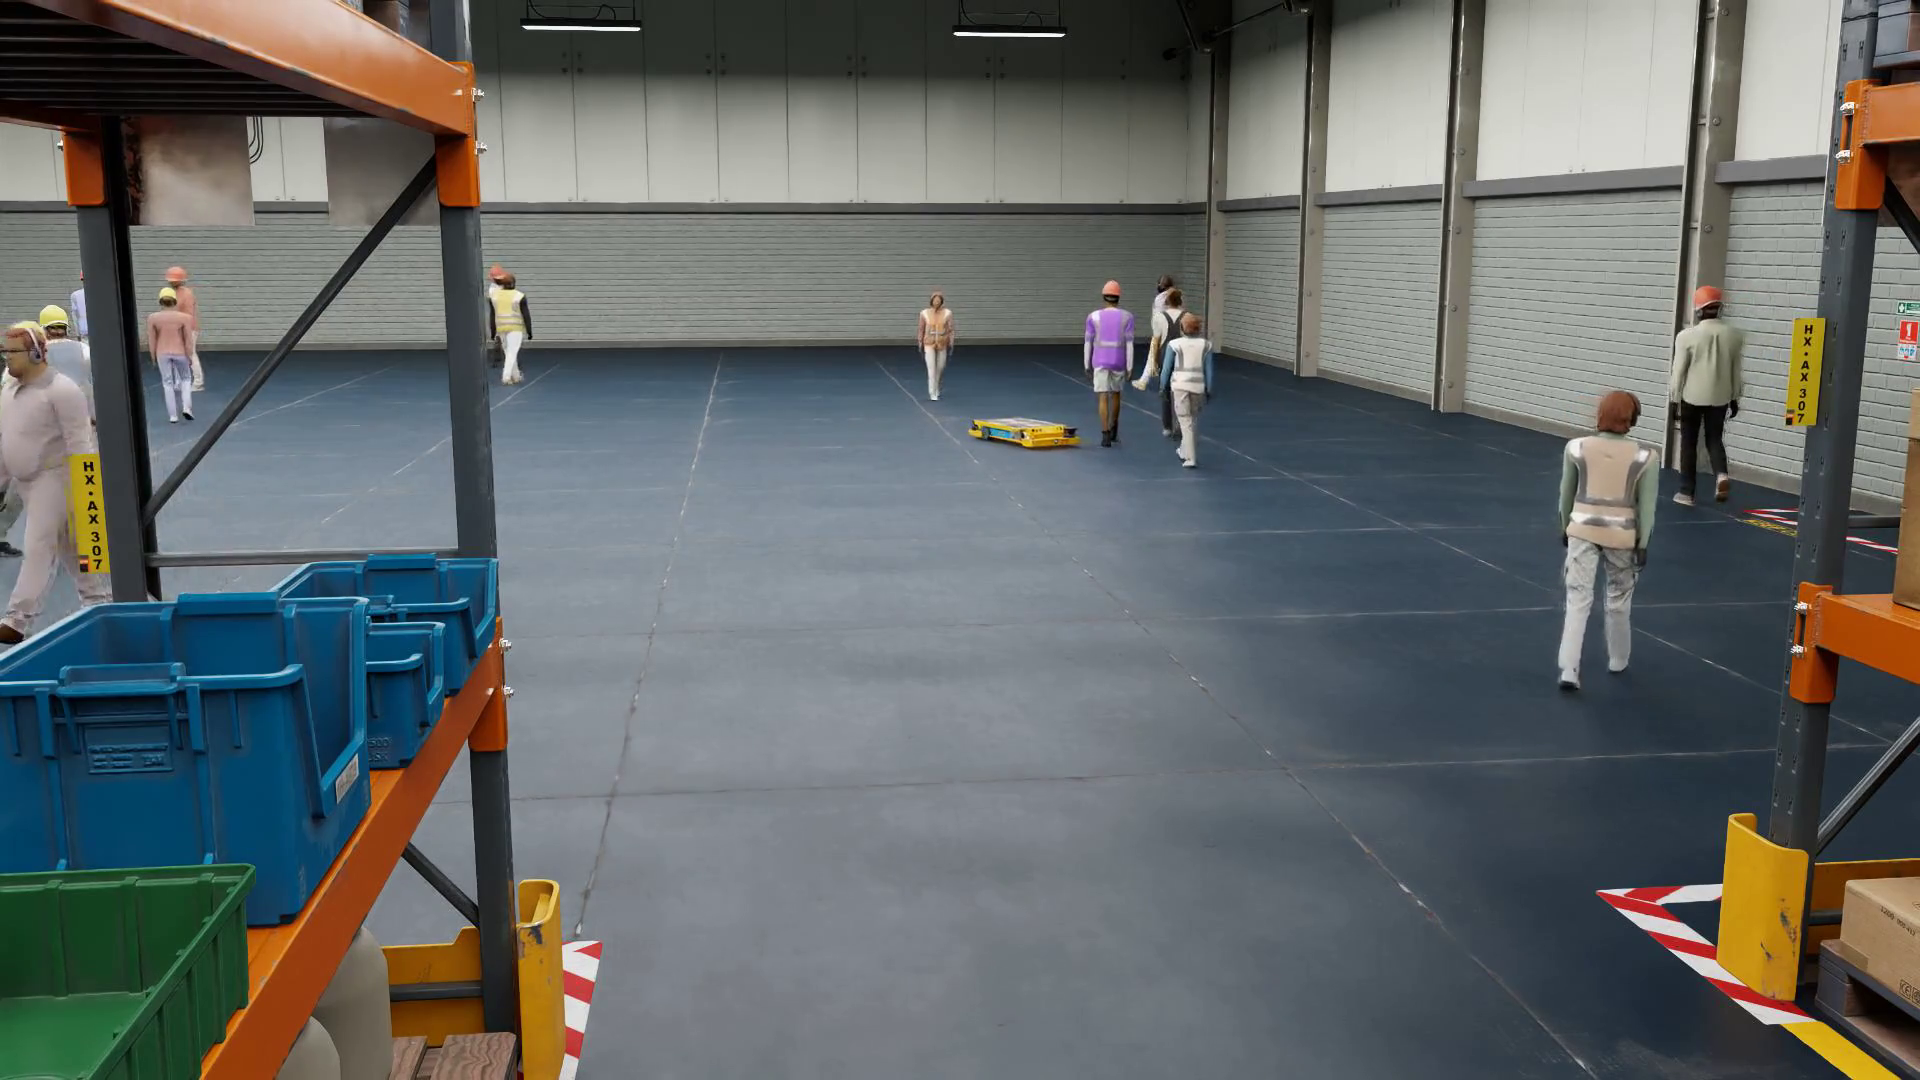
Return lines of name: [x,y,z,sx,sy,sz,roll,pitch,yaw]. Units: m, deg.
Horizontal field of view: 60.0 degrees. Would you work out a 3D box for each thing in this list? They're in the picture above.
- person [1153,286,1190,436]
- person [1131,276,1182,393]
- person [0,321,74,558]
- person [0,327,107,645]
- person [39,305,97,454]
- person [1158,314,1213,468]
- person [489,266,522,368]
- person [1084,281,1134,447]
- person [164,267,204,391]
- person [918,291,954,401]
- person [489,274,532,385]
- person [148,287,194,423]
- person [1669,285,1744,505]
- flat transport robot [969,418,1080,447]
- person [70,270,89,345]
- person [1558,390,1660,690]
person: [2.557,-2.114,19.883,0.515,1.823,0.741,0,10,2]
person: [3.100,-3.185,25.793,0.941,1.795,0.646,10,14,43]
person: [-6.923,-0.740,12.424,0.923,1.793,0.584,-4,11,-21]
person: [-5.570,-0.321,9.913,0.664,1.856,0.975,6,12,31]
person: [-7.593,-1.066,14.086,0.403,1.831,0.595,8,13,36]
person: [2.382,-1.577,17.533,0.529,1.589,0.862,-2,11,-12]
person: [-8.318,-4.048,30.324,0.658,1.874,0.637,5,11,25]
person: [1.732,-2.056,19.351,0.567,1.885,0.969,0,10,3]
person: [-12.031,-3.253,25.776,0.645,1.939,0.630,7,12,32]
person: [-0.364,-2.884,24.662,0.534,1.606,0.706,-2,10,-9]
person: [-7.351,-3.435,27.175,0.646,1.805,0.952,2,10,10]
person: [-10.228,-2.394,21.590,0.525,1.752,0.455,-4,11,-19]
person: [6.643,-1.267,14.794,0.631,1.973,0.571,0,10,2]
flat transport robot: [0.740,-1.279,19.541,0.652,0.197,1.431,-6,12,-29]
person: [-13.293,-3.202,25.507,0.542,1.939,0.362,0,10,3]
person: [3.449,-0.006,8.915,0.511,1.600,0.852,6,12,28]
